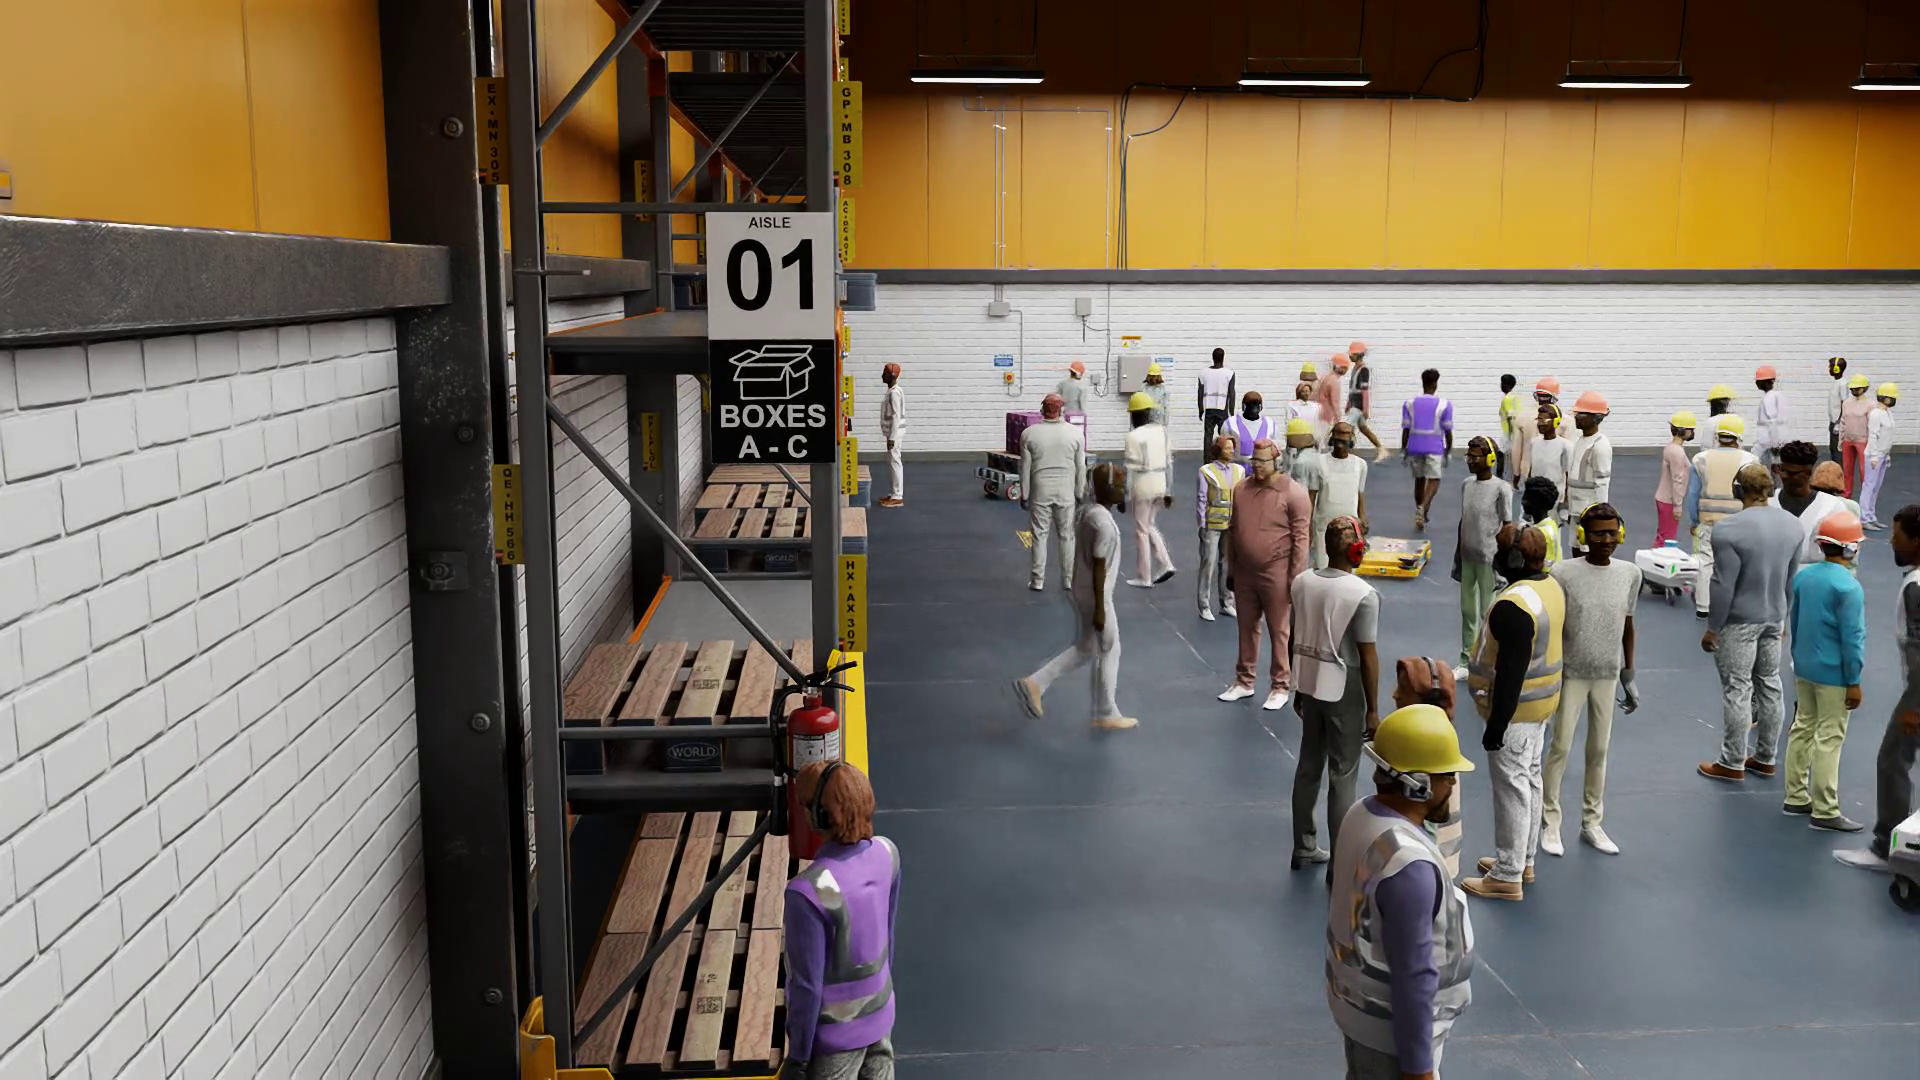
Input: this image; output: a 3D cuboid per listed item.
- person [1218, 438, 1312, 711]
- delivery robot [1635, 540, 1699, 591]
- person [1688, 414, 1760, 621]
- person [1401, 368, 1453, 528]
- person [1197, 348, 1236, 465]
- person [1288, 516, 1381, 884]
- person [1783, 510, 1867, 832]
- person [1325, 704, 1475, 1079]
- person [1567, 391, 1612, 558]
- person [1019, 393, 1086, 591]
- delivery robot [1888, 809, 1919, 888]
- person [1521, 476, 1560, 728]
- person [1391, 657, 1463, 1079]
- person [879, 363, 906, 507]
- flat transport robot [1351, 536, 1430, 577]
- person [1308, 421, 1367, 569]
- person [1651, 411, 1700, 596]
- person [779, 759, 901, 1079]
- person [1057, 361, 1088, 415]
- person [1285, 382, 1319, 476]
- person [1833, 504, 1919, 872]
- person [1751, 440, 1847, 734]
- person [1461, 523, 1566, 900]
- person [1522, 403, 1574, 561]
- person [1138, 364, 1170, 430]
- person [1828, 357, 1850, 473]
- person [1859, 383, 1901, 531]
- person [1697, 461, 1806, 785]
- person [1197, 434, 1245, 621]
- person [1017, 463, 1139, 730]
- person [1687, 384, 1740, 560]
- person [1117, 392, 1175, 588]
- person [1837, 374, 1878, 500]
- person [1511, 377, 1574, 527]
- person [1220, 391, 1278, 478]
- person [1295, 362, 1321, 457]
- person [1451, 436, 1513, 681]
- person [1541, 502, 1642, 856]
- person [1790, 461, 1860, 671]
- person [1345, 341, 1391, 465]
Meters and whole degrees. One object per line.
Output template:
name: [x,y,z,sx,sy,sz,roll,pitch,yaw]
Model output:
person: [2.123,0.235,11.672,0.401,1.906,0.641,-9,12,-43]
delivery robot: [6.622,0.245,15.532,0.477,0.478,0.707,-1,9,-7]
person: [6.668,-0.181,14.499,0.588,1.835,0.403,7,11,36]
person: [5.556,-1.086,19.861,0.608,1.944,0.797,5,10,30]
person: [3.952,-2.002,25.668,0.590,1.919,0.397,4,10,24]
person: [1.865,0.795,8.348,0.377,1.840,0.569,-6,11,-31]
person: [4.790,0.709,9.149,0.319,1.755,0.561,-1,9,-3]
person: [1.268,1.368,4.825,0.404,1.824,0.586,0,9,3]
person: [5.368,-0.257,14.310,0.366,2.048,0.606,0,9,2]
person: [0.885,-0.456,15.999,0.641,1.908,0.407,0,9,-3]
delivery robot: [4.773,1.440,8.032,0.707,0.478,0.477,-9,12,-44]
person: [3.886,0.415,11.187,0.321,1.695,0.537,3,10,19]
person: [1.711,1.235,6.211,0.309,1.642,0.513,3,9,17]
person: [-0.894,-1.380,21.870,0.353,1.884,0.577,-1,9,-5]
flat transport robot: [4.473,0.163,17.231,0.652,0.197,1.431,3,10,21]
person: [3.123,-0.073,13.810,0.506,1.839,0.343,-1,9,-4]
person: [6.801,-0.352,15.818,0.348,1.756,0.518,2,9,15]
person: [-0.348,1.445,4.899,0.306,1.640,0.522,5,10,28]
person: [1.717,-1.900,25.620,0.586,1.724,0.509,7,12,38]
person: [4.487,-1.256,21.854,0.514,1.642,0.310,-4,10,-22]
person: [4.843,0.765,8.435,0.659,1.887,0.620,9,12,43]
person: [5.499,0.312,11.005,0.609,1.960,0.371,8,12,42]
person: [2.700,0.829,8.137,0.429,1.843,0.625,6,11,32]
person: [5.374,-0.318,15.246,0.335,1.873,0.519,-5,10,-28]
person: [2.844,-1.723,24.502,0.485,1.738,0.346,3,9,17]
person: [12.569,-1.689,23.875,0.330,1.866,0.512,3,9,18]
person: [10.964,-0.990,19.811,0.523,1.764,0.326,-9,13,-44]
person: [4.706,0.495,9.934,0.628,1.938,0.378,-3,10,-18]
person: [2.298,-0.113,14.674,0.514,1.642,0.309,-5,10,-28]
person: [0.802,0.388,11.028,0.740,1.819,0.507,-1,9,-7]
person: [7.869,-0.672,17.390,0.610,1.901,0.459,-5,10,-29]
person: [1.793,-0.477,16.143,0.473,1.901,0.614,8,12,43]
person: [11.644,-1.275,21.622,0.349,1.758,0.522,-4,10,-22]
person: [6.010,-0.685,17.160,0.622,1.994,0.381,6,11,33]
person: [3.008,-0.630,17.292,0.627,1.846,0.429,-1,9,-6]
person: [5.197,-1.790,24.886,0.492,1.742,0.318,-4,10,-25]
person: [3.813,0.164,12.222,0.312,1.869,0.538,-4,10,-25]
person: [3.305,0.724,8.705,0.521,1.873,0.334,0,9,-2]
person: [6.558,0.212,12.661,0.499,1.633,0.279,7,11,36]
person: [6.387,-2.166,26.444,1.015,2.008,0.614,1,9,5]
